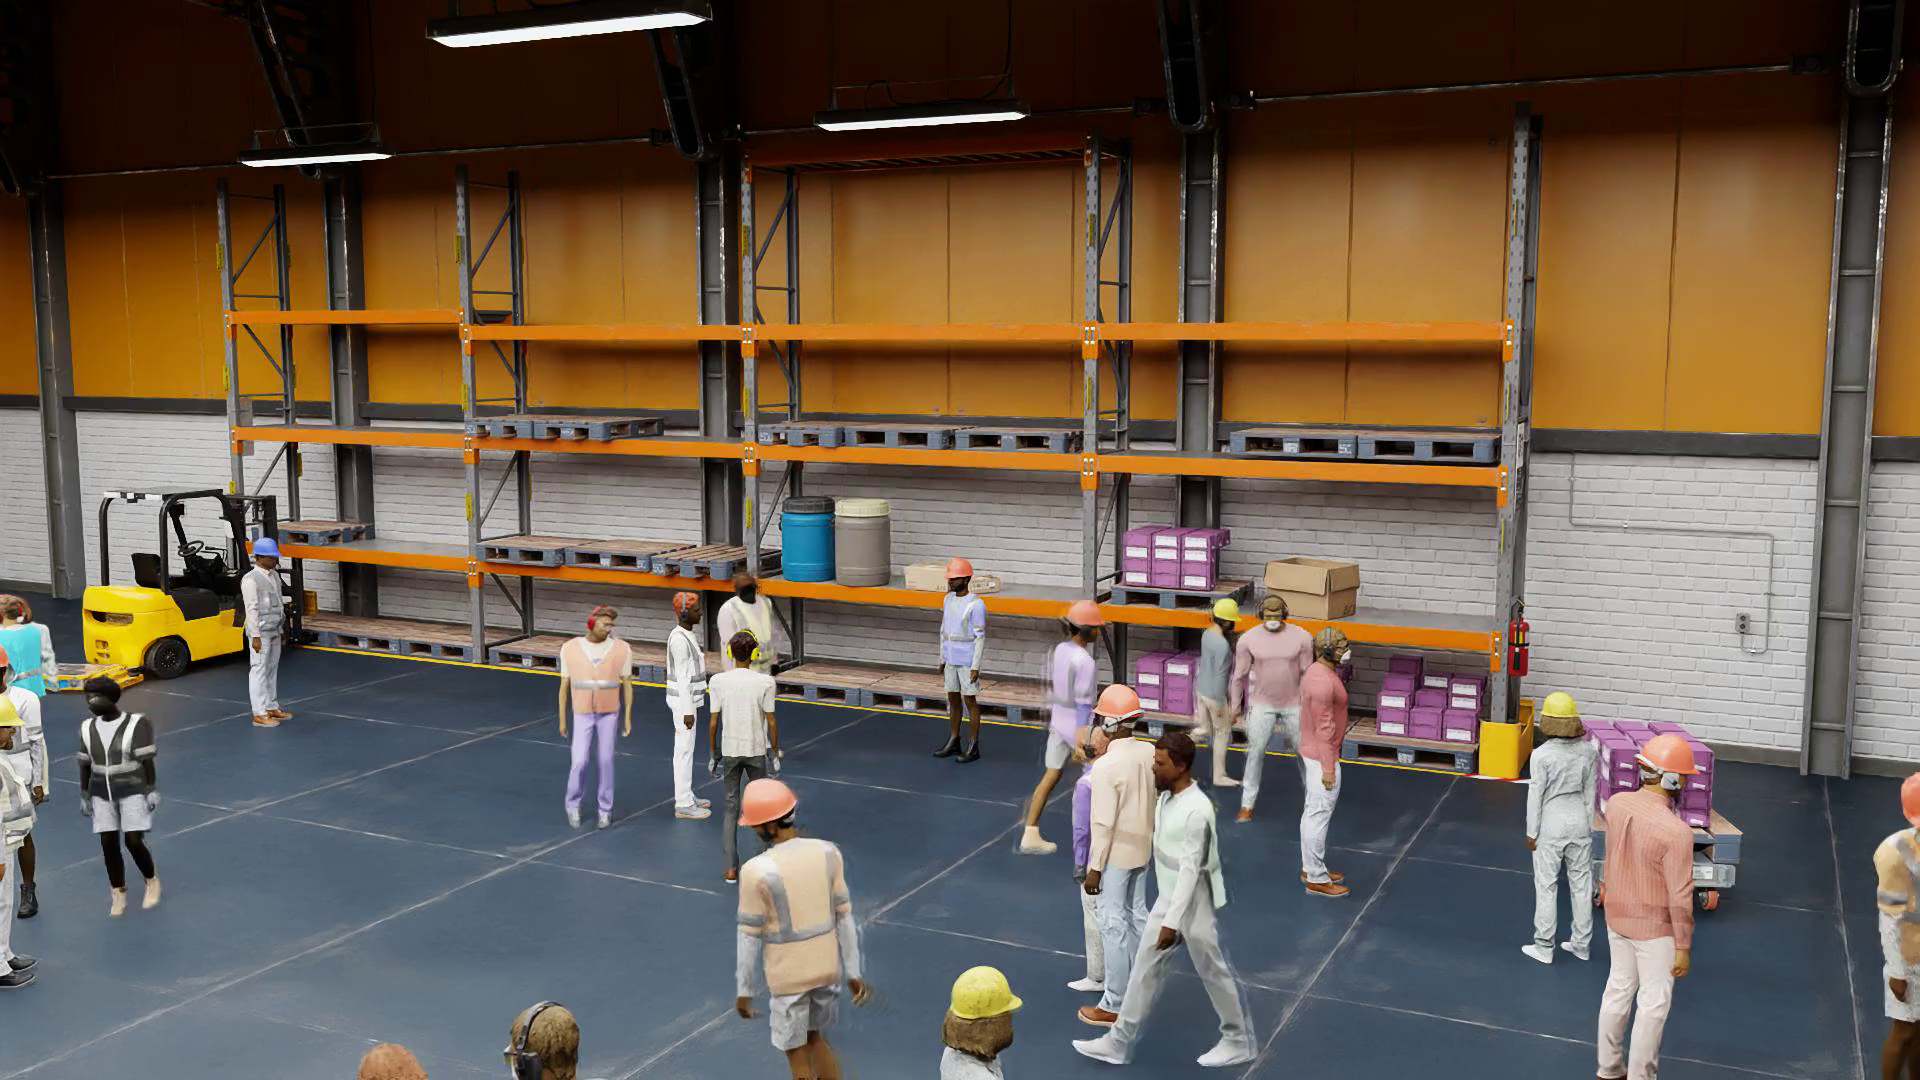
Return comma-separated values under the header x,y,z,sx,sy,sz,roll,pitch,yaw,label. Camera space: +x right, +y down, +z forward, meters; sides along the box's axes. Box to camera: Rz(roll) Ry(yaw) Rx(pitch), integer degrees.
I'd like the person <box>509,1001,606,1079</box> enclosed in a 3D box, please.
x,y,z,sx,sy,sz,roll,pitch,yaw,label
-1.258,2.397,5.239,0.386,1.928,0.636,3,7,21,person

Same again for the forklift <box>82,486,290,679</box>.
x,y,z,sx,sy,sz,roll,pitch,yaw,label
-9.426,0.454,20.179,1.214,2.155,2.313,3,8,26,forklift

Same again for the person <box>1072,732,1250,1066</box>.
x,y,z,sx,sy,sz,roll,pitch,yaw,label
1.148,1.967,9.009,1.000,1.861,0.605,-2,7,-14,person

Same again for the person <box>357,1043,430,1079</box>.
x,y,z,sx,sy,sz,roll,pitch,yaw,label
-1.823,2.495,5.674,0.563,1.606,0.348,-5,9,-36,person

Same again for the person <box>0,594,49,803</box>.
x,y,z,sx,sy,sz,roll,pitch,yaw,label
-7.952,1.370,14.051,0.390,1.841,0.564,1,7,7,person

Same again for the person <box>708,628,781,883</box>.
x,y,z,sx,sy,sz,roll,pitch,yaw,label
-1.584,1.581,12.201,0.535,1.868,0.309,0,7,0,person

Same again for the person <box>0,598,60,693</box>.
x,y,z,sx,sy,sz,roll,pitch,yaw,label
-8.637,1.329,15.378,0.515,1.589,0.833,-6,9,-40,person

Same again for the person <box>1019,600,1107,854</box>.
x,y,z,sx,sy,sz,roll,pitch,yaw,label
0.909,1.449,12.858,1.055,1.991,0.616,-3,8,-24,person

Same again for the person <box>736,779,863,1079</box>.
x,y,z,sx,sy,sz,roll,pitch,yaw,label
-0.787,2.079,7.972,0.560,1.890,0.582,-6,9,-41,person

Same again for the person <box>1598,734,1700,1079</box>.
x,y,z,sx,sy,sz,roll,pitch,yaw,label
3.549,1.970,8.549,0.411,1.980,0.625,-2,7,-16,person

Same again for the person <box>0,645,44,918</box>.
x,y,z,sx,sy,sz,roll,pitch,yaw,label
-6.577,1.646,11.383,0.551,1.934,0.373,-2,7,-15,person

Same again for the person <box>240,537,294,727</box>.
x,y,z,sx,sy,sz,roll,pitch,yaw,label
-7.164,0.940,17.163,0.383,1.949,0.605,0,7,2,person

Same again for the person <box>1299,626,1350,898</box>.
x,y,z,sx,sy,sz,roll,pitch,yaw,label
2.626,1.575,11.963,0.373,1.940,0.628,1,7,8,person

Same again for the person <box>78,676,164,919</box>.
x,y,z,sx,sy,sz,roll,pitch,yaw,label
-5.827,1.766,11.498,0.553,1.661,0.378,0,7,1,person

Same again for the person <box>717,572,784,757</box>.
x,y,z,sx,sy,sz,roll,pitch,yaw,label
-1.963,1.195,15.647,0.430,1.818,0.694,5,9,37,person

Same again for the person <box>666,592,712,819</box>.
x,y,z,sx,sy,sz,roll,pitch,yaw,label
-2.270,1.370,13.888,0.355,1.883,0.575,-1,7,-8,person

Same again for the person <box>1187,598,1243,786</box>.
x,y,z,sx,sy,sz,roll,pitch,yaw,label
2.153,1.359,14.663,0.693,1.724,0.537,-2,7,-12,person

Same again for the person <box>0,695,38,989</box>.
x,y,z,sx,sy,sz,roll,pitch,yaw,label
-5.910,1.849,10.208,0.403,1.817,0.601,-4,8,-31,person

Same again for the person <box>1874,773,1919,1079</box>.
x,y,z,sx,sy,sz,roll,pitch,yaw,label
4.852,2.048,8.301,0.739,1.888,0.435,-3,7,-23,person

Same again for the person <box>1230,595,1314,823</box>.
x,y,z,sx,sy,sz,roll,pitch,yaw,label
2.655,1.380,13.757,0.836,1.905,0.563,1,7,9,person

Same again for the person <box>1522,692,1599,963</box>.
x,y,z,sx,sy,sz,roll,pitch,yaw,label
3.835,1.835,10.664,0.486,1.738,0.322,-2,7,-13,person

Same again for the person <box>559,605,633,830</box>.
x,y,z,sx,sy,sz,roll,pitch,yaw,label
-2.976,1.438,13.595,0.592,1.817,0.450,-2,7,-15,person

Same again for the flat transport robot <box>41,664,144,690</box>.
x,y,z,sx,sy,sz,roll,pitch,yaw,label
-10.145,1.562,18.900,1.431,0.197,0.652,1,7,5,flat transport robot

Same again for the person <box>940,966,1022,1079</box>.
x,y,z,sx,sy,sz,roll,pitch,yaw,label
0.080,2.390,6.020,0.290,1.745,0.487,-2,7,-18,person

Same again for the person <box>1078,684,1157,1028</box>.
x,y,z,sx,sy,sz,roll,pitch,yaw,label
0.927,1.824,9.673,0.381,1.994,0.622,5,9,37,person

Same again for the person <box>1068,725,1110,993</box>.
x,y,z,sx,sy,sz,roll,pitch,yaw,label
0.845,1.942,10.208,0.317,1.630,0.513,4,8,28,person

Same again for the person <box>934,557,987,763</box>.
x,y,z,sx,sy,sz,roll,pitch,yaw,label
-0.001,1.125,15.680,0.354,1.939,0.545,-7,9,-43,person
